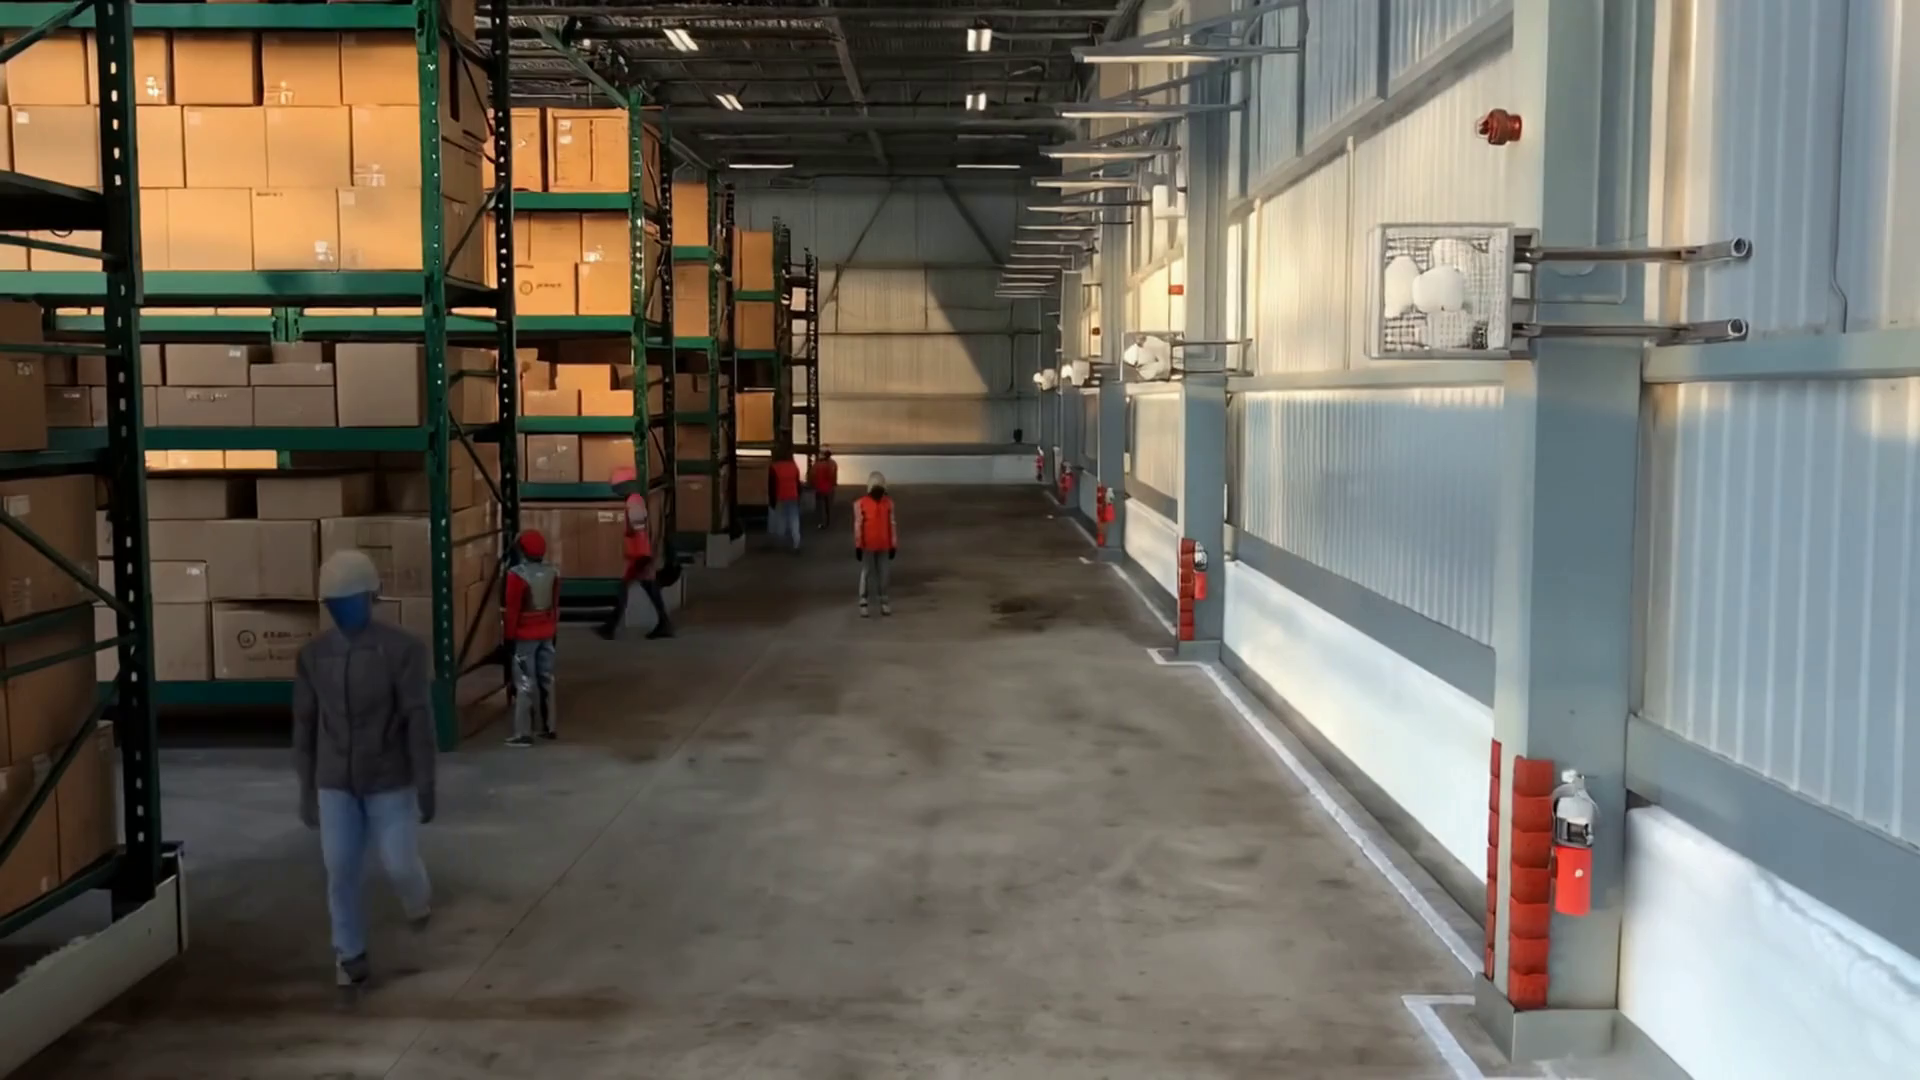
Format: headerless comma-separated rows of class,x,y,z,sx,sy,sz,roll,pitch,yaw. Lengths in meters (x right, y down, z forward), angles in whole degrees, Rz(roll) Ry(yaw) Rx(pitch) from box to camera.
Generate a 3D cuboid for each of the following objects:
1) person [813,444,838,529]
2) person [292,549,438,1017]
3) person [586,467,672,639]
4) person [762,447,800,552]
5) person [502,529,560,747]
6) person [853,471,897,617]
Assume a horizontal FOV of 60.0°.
person,-2.684,-1.063,33.132,0.491,1.695,0.904,0,5,-3
person,-2.580,1.016,7.243,0.634,1.979,0.672,0,5,-2
person,-3.587,0.154,17.997,0.971,1.857,0.618,-1,5,-7
person,-2.990,-0.687,28.205,0.712,1.783,0.958,-3,6,-35
person,-3.225,0.734,12.580,0.313,1.628,0.526,3,6,33
person,-0.998,0.051,19.852,0.566,1.745,0.349,-3,6,-32
